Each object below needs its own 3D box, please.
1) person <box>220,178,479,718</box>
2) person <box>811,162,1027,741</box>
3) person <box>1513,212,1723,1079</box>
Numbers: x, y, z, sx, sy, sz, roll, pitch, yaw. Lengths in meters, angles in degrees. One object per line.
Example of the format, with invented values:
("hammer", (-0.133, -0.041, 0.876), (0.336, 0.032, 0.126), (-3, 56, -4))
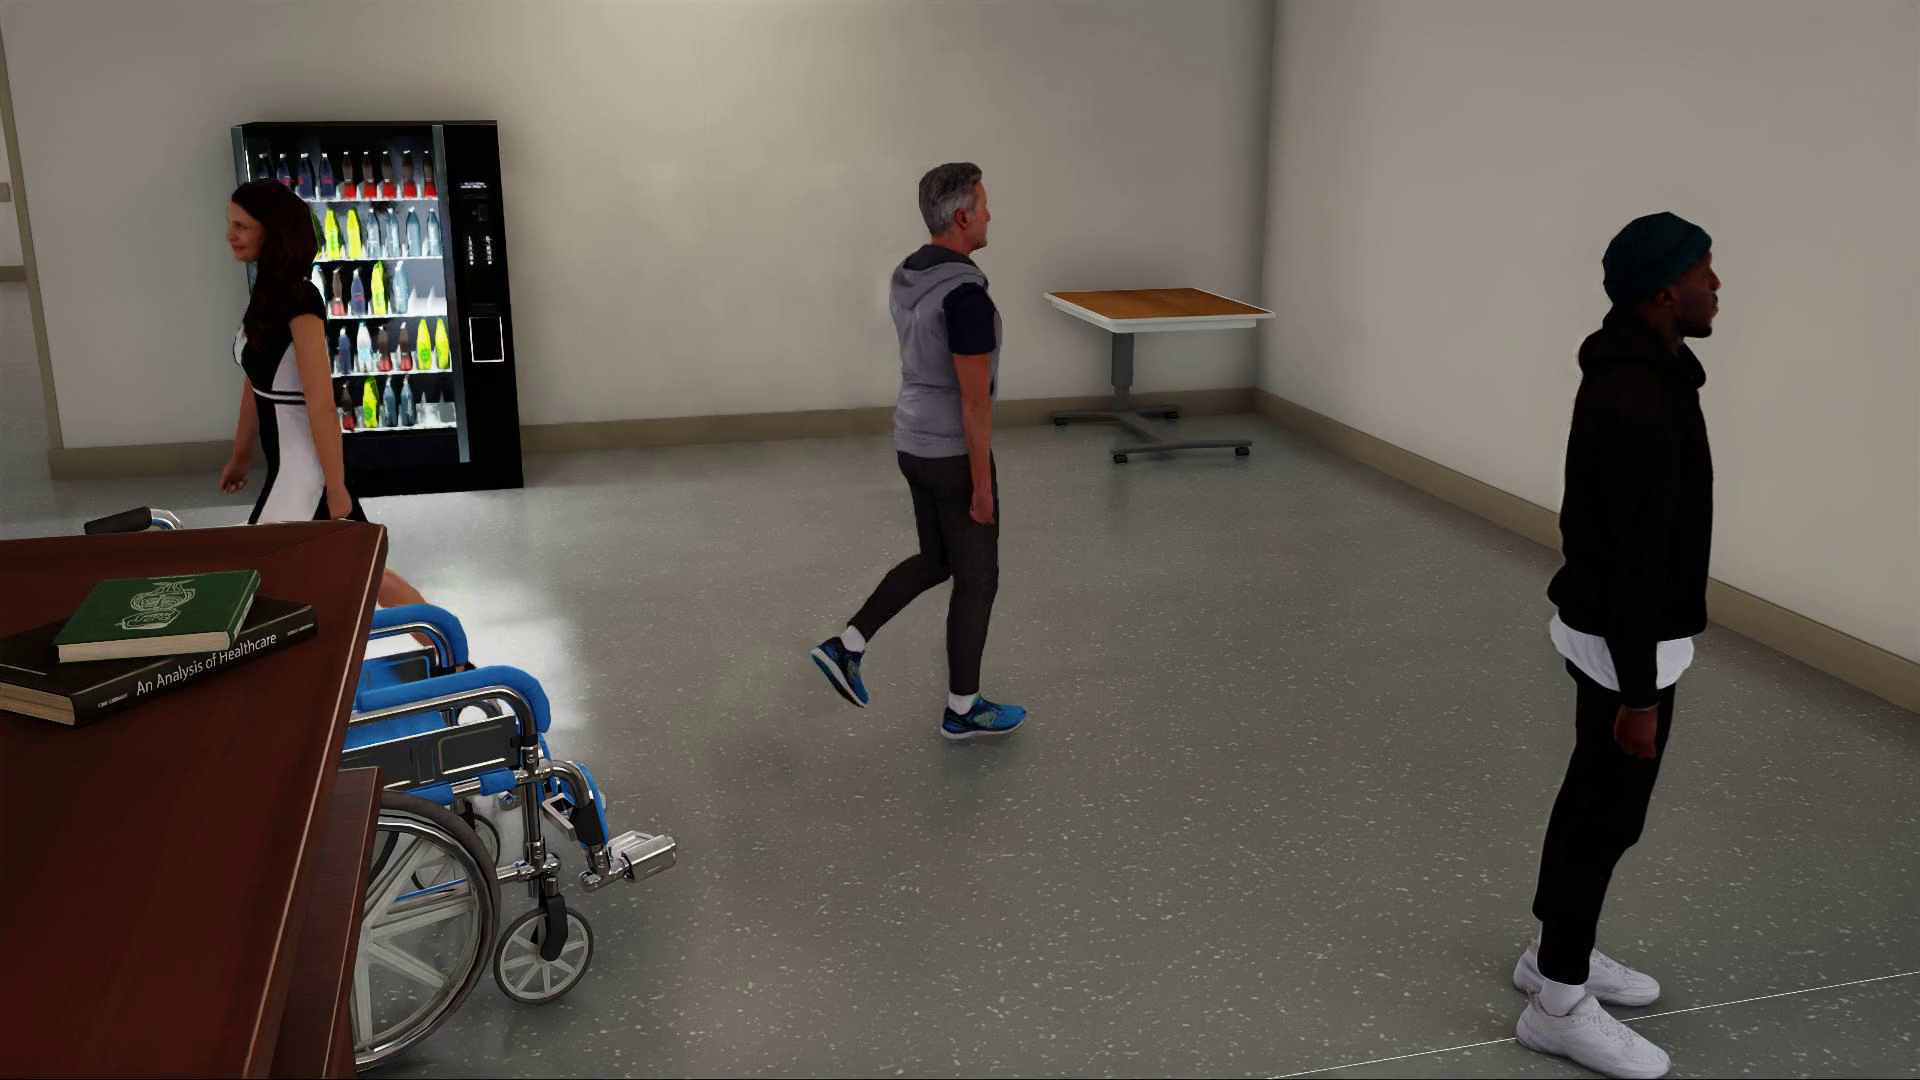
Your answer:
("person", (-1.868, -0.157, 5.013), (1.197, 1.740, 0.738), (-7, 17, -24))
("person", (-0.131, -0.231, 5.151), (0.962, 1.809, 0.799), (-7, 17, -23))
("person", (1.408, 0.216, 3.549), (0.779, 1.817, 0.762), (6, 17, 19))
